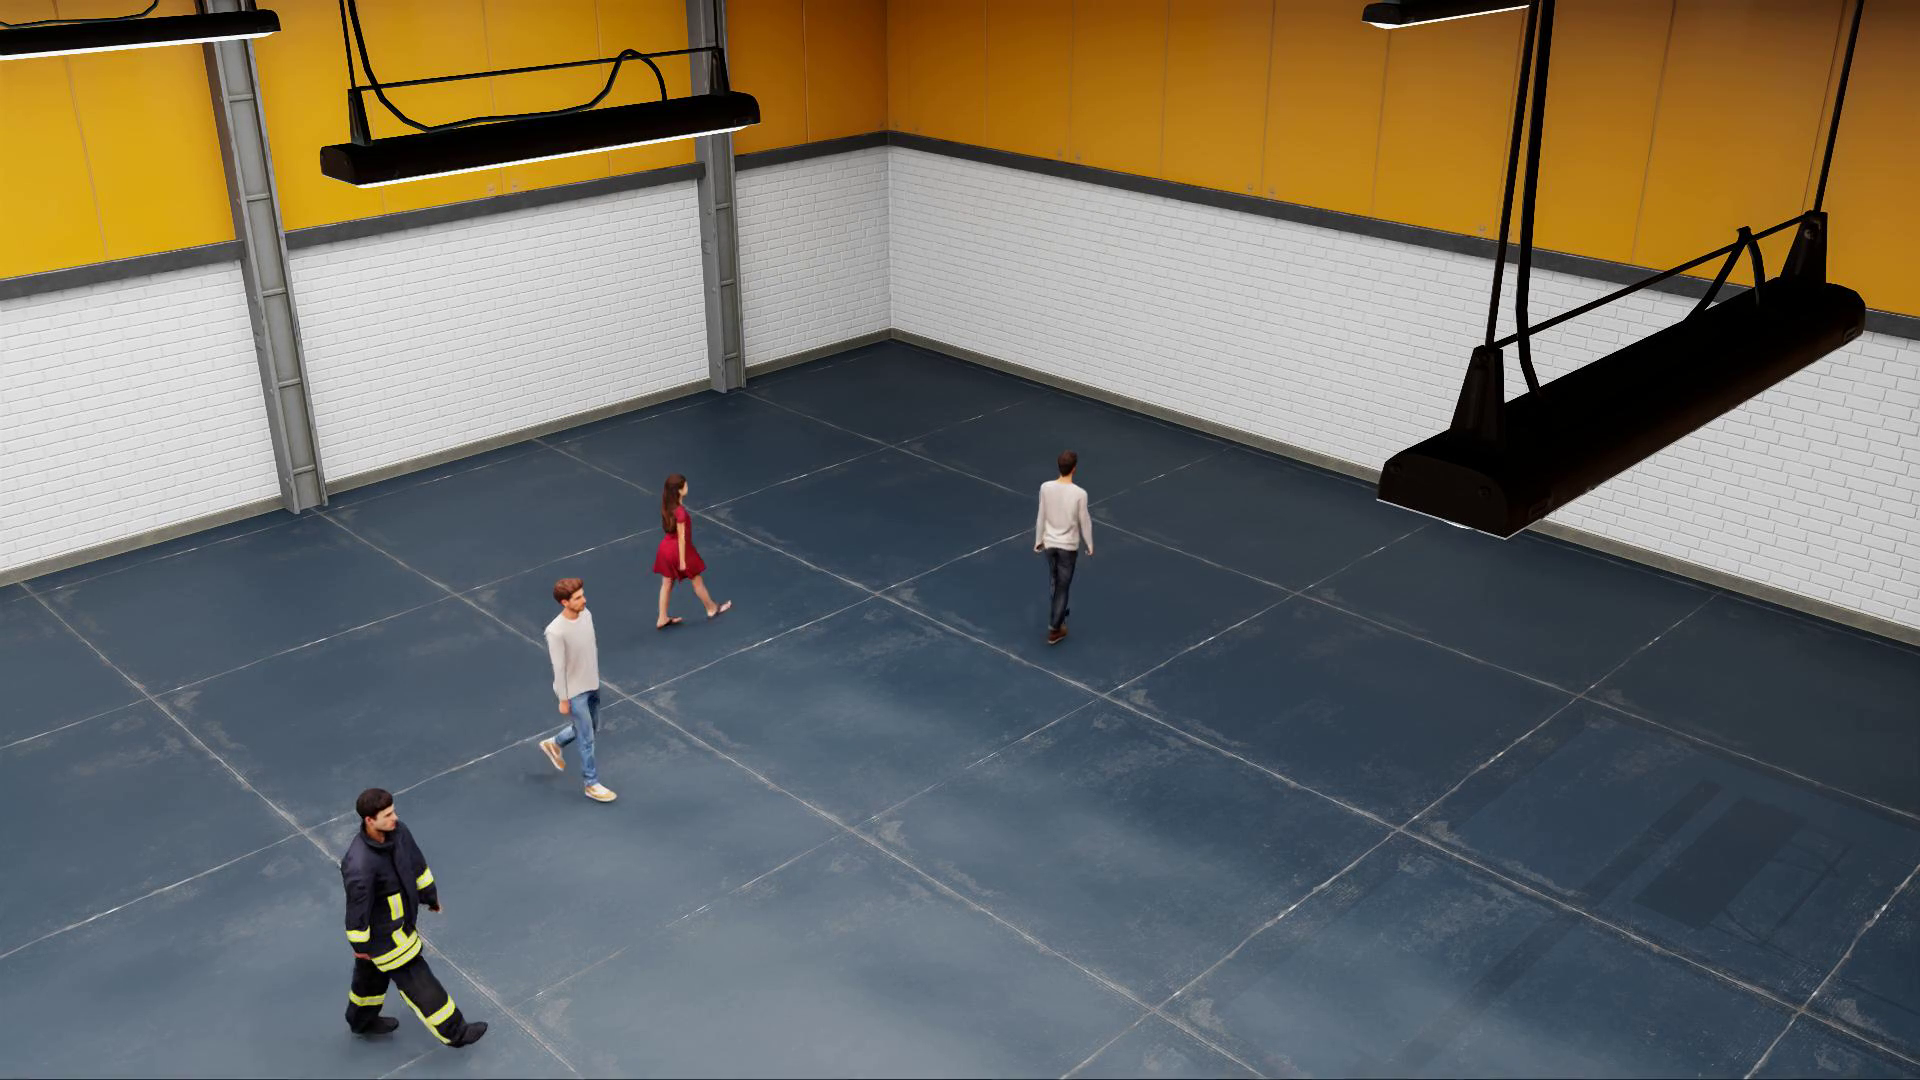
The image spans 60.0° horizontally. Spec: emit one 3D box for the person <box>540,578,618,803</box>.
[{"bbox_3d":[-3.052,1.146,12.971,0.949,1.886,1.023,10,25,21],"label":"person"}]

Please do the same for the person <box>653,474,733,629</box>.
[{"bbox_3d":[-2.746,0.139,15.733,0.996,1.519,0.658,-16,28,-32],"label":"person"}]

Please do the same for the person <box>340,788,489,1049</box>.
[{"bbox_3d":[-3.623,2.344,10.256,1.290,1.864,1.274,2,24,4],"label":"person"}]

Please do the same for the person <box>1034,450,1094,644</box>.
[{"bbox_3d":[0.900,0.094,15.431,0.822,1.843,0.956,12,26,26],"label":"person"}]
